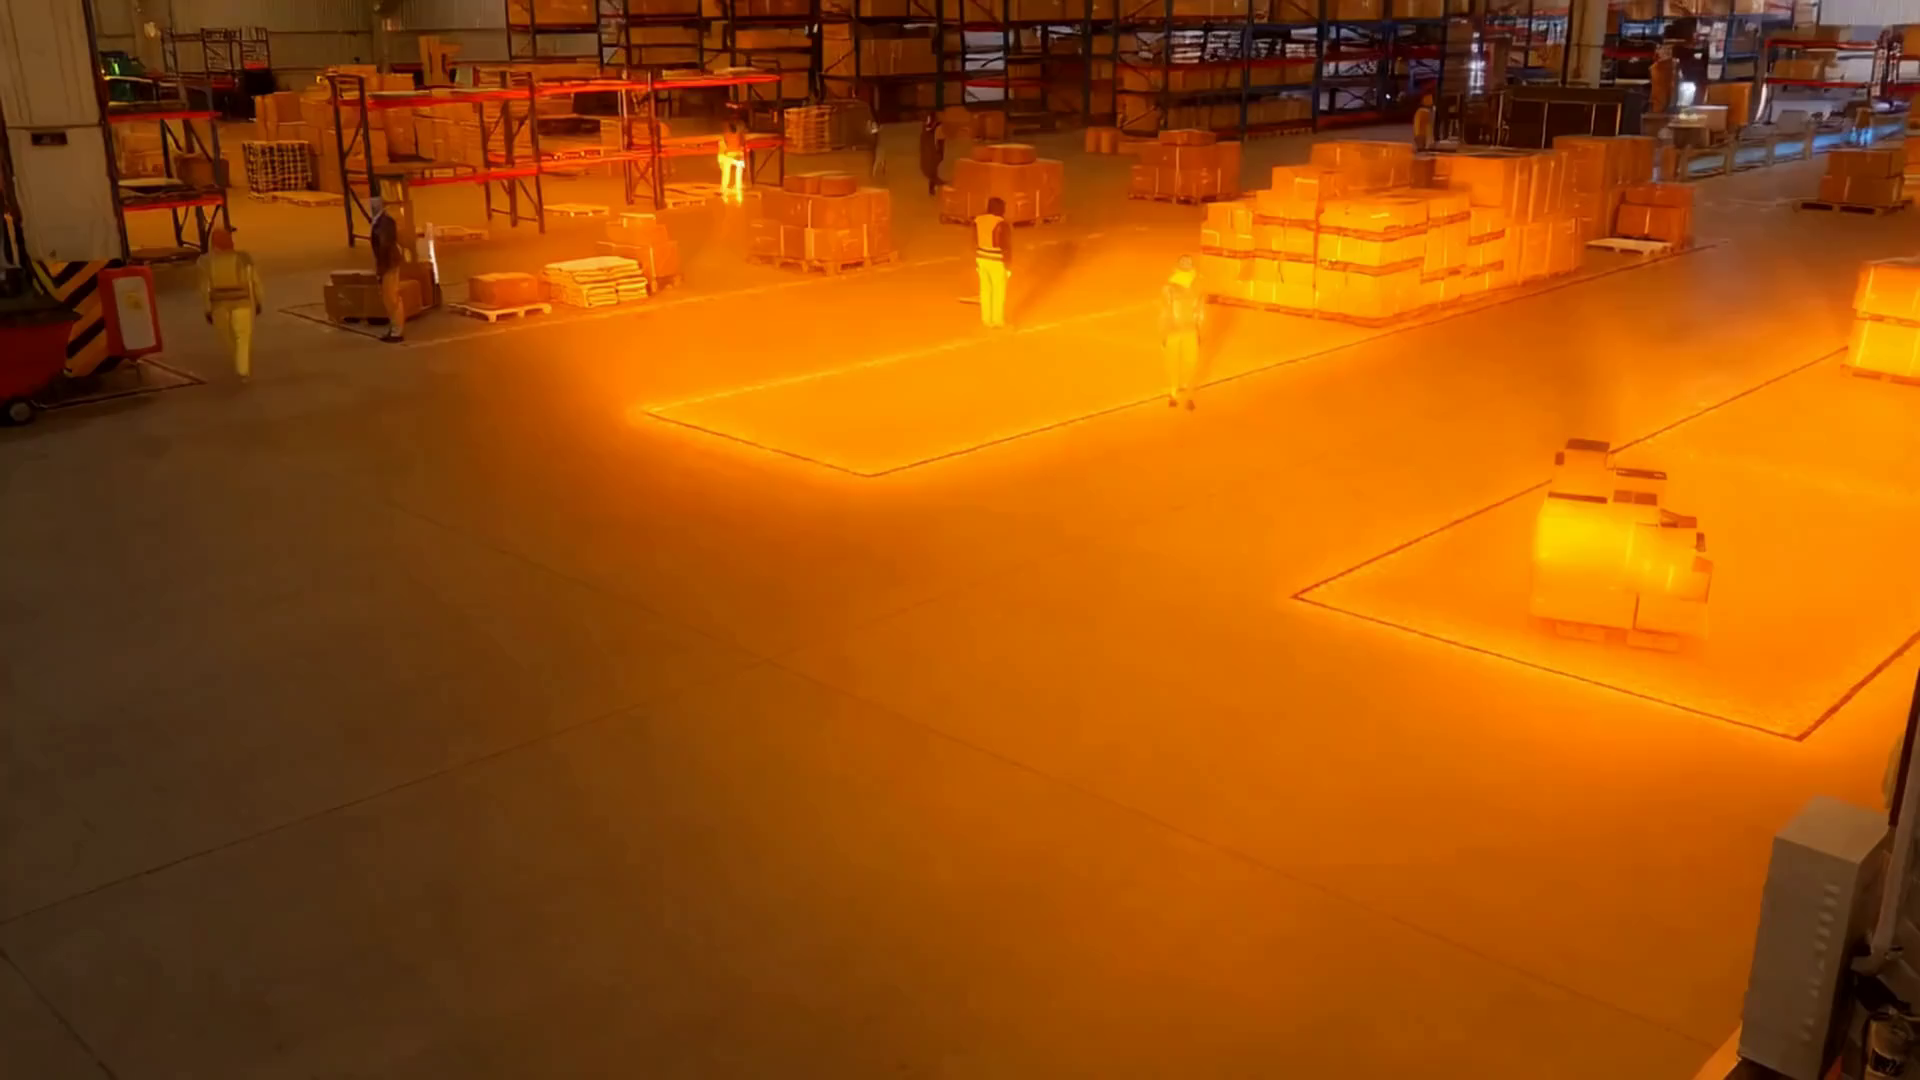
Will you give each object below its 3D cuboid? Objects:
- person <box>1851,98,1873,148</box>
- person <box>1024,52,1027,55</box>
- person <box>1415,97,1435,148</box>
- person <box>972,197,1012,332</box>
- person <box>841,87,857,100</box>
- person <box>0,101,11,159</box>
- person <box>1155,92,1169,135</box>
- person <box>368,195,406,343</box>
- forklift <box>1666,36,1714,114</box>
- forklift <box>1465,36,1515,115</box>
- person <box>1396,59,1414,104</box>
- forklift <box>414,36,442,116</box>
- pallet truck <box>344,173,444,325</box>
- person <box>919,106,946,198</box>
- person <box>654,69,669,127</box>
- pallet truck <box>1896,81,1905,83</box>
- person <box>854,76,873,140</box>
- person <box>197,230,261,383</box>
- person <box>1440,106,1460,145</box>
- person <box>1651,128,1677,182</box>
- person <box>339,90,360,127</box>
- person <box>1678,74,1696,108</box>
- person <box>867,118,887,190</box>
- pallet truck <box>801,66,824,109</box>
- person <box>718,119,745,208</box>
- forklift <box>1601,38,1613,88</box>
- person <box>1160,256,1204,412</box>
[{"bbox_3d":[24.986,-11.409,46.102,0.498,1.633,0.280,0,18,-1],"label":"person"},{"bbox_3d":[3.056,-21.379,75.773,0.433,1.880,0.655,13,23,35],"label":"person"},{"bbox_3d":[12.288,-10.760,43.906,0.584,1.782,0.903,-2,18,-5],"label":"person"},{"bbox_3d":[0.469,-3.768,22.802,0.642,1.823,0.449,15,24,39],"label":"person"},{"bbox_3d":[-3.410,-13.215,51.555,0.547,1.612,0.647,-6,19,-18],"label":"person"},{"bbox_3d":[-26.586,-11.485,45.890,0.474,1.923,0.542,15,23,38],"label":"person"},{"bbox_3d":[5.761,-11.934,47.586,0.316,1.695,0.541,16,24,39],"label":"person"},{"bbox_3d":[-7.621,-3.601,22.104,0.368,1.938,0.632,-2,18,-5],"label":"person"},{"bbox_3d":[27.341,-17.291,61.877,1.129,2.768,1.873,17,25,41],"label":"forklift"},{"bbox_3d":[19.973,-17.201,61.605,1.873,2.768,1.129,16,24,40],"label":"forklift"},{"bbox_3d":[18.087,-18.579,67.476,0.920,1.785,0.599,-12,22,-33],"label":"person"},{"bbox_3d":[-19.605,-17.228,61.686,1.129,2.768,1.873,17,25,41],"label":"forklift"},{"bbox_3d":[-8.209,-4.181,23.757,0.823,1.965,1.885,3,19,9],"label":"pallet truck"},{"bbox_3d":[-0.609,-8.739,37.423,0.671,2.000,0.695,-15,24,-38],"label":"person"},{"bbox_3d":[-10.123,-14.993,56.475,0.588,1.911,0.396,9,20,25],"label":"person"},{"bbox_3d":[34.802,-16.331,61.455,0.653,1.274,1.630,17,25,41],"label":"pallet truck"},{"bbox_3d":[-3.003,-13.518,51.997,0.621,1.937,1.077,-3,19,-9],"label":"person"},{"bbox_3d":[-8.762,-2.837,20.037,0.628,1.787,1.000,-4,19,-11],"label":"person"},{"bbox_3d":[11.426,-9.149,38.845,0.399,1.928,0.541,-10,21,-27],"label":"person"},{"bbox_3d":[13.683,-7.048,32.496,0.547,1.934,0.376,-9,20,-25],"label":"person"},{"bbox_3d":[-16.285,-11.007,44.416,0.372,1.940,0.630,11,21,31],"label":"person"},{"bbox_3d":[25.298,-15.373,57.956,0.551,1.680,0.386,15,24,38],"label":"person"},{"bbox_3d":[-1.861,-8.250,36.250,0.644,1.853,0.501,5,19,14],"label":"person"},{"bbox_3d":[-4.812,-15.182,56.903,0.823,1.965,1.885,-9,21,-26],"label":"pallet truck"},{"bbox_3d":[-4.895,-8.073,35.683,0.574,1.876,0.356,-6,19,-17],"label":"person"},{"bbox_3d":[22.953,-16.839,60.516,1.873,2.768,1.129,-16,24,-40],"label":"forklift"},{"bbox_3d":[2.464,-2.281,18.467,0.505,1.718,0.661,-1,18,-4],"label":"person"}]
